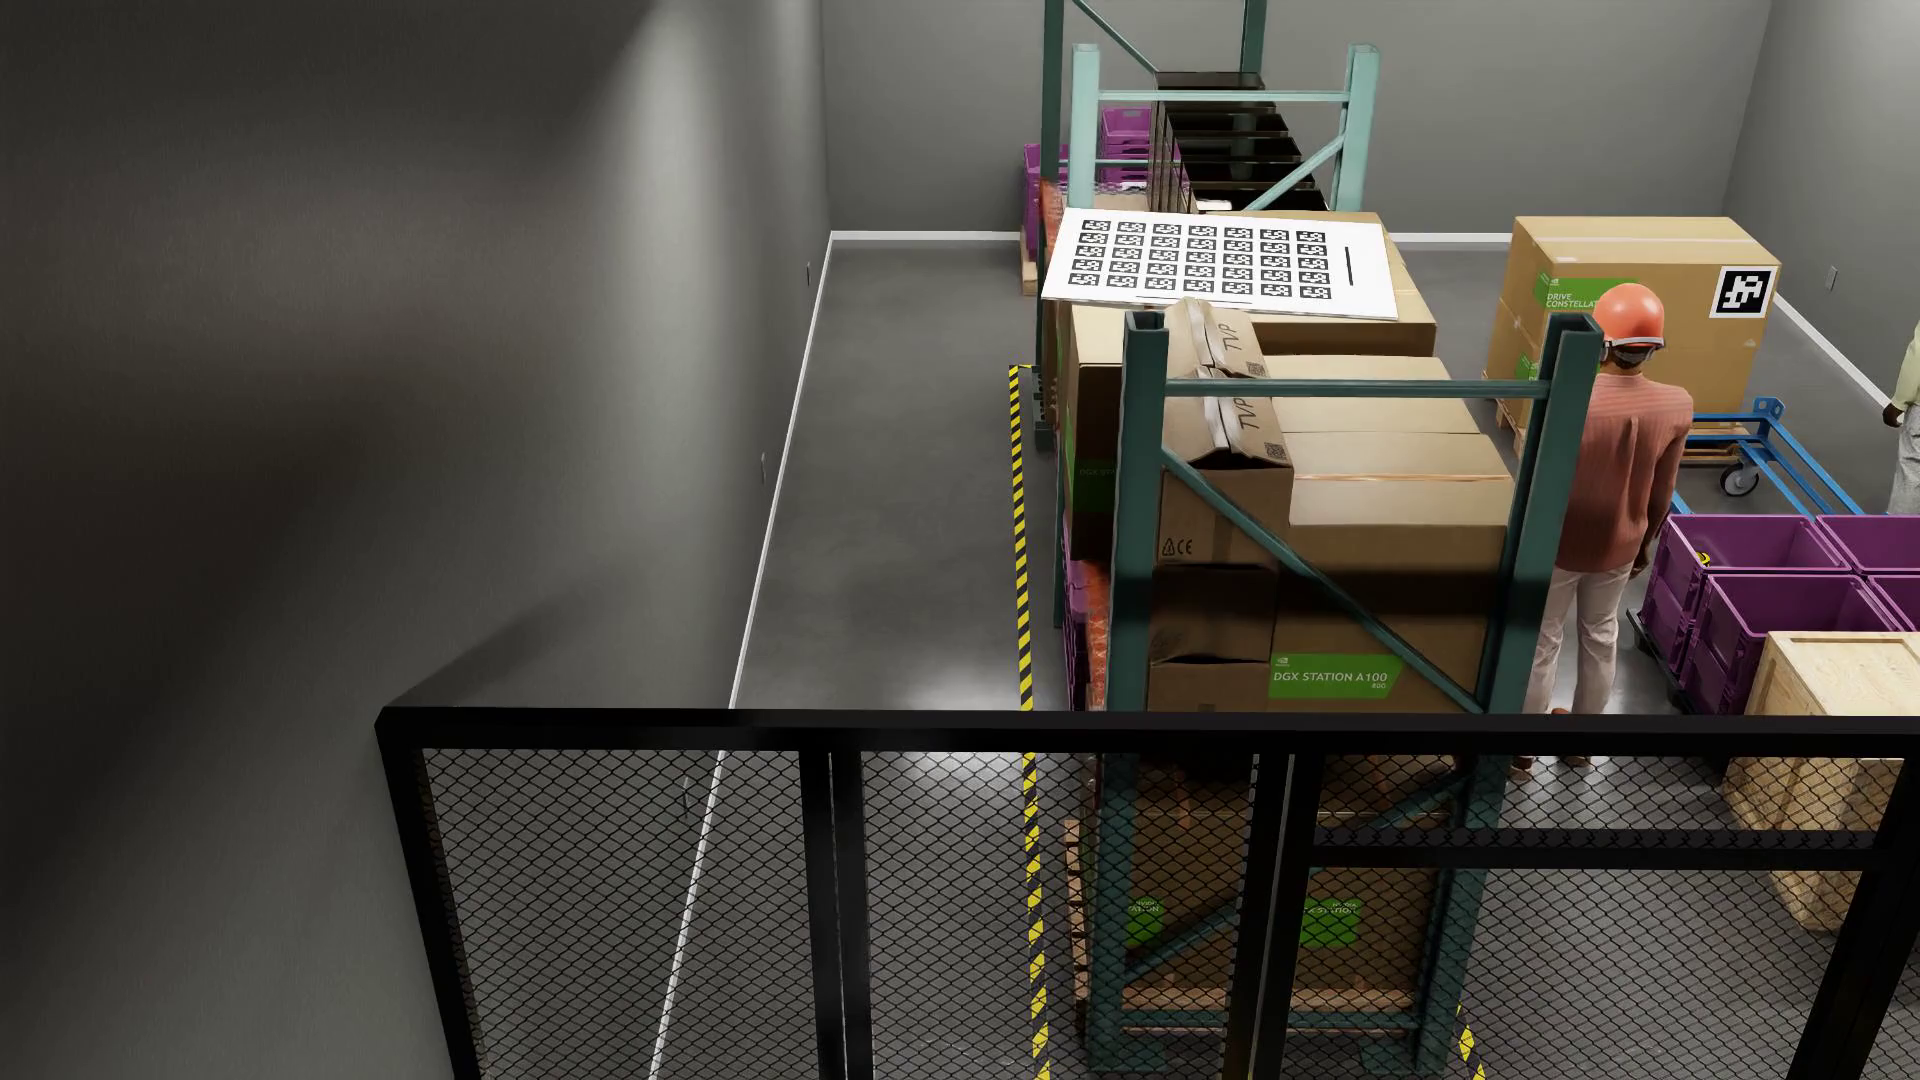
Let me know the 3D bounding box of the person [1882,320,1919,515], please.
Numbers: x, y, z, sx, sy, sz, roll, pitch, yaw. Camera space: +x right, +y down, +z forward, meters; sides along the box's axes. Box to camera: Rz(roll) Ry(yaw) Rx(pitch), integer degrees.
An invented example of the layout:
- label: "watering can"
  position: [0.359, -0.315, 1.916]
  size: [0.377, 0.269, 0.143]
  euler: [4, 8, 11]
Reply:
- label: "person"
  position: [4.445, -0.655, 7.403]
  size: [0.599, 1.830, 0.403]
  euler: [2, 31, 3]

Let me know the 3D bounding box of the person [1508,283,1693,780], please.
- label: "person"
  position: [2.300, -0.001, 6.162]
  size: [0.625, 1.992, 0.388]
  euler: [-7, 32, -12]
